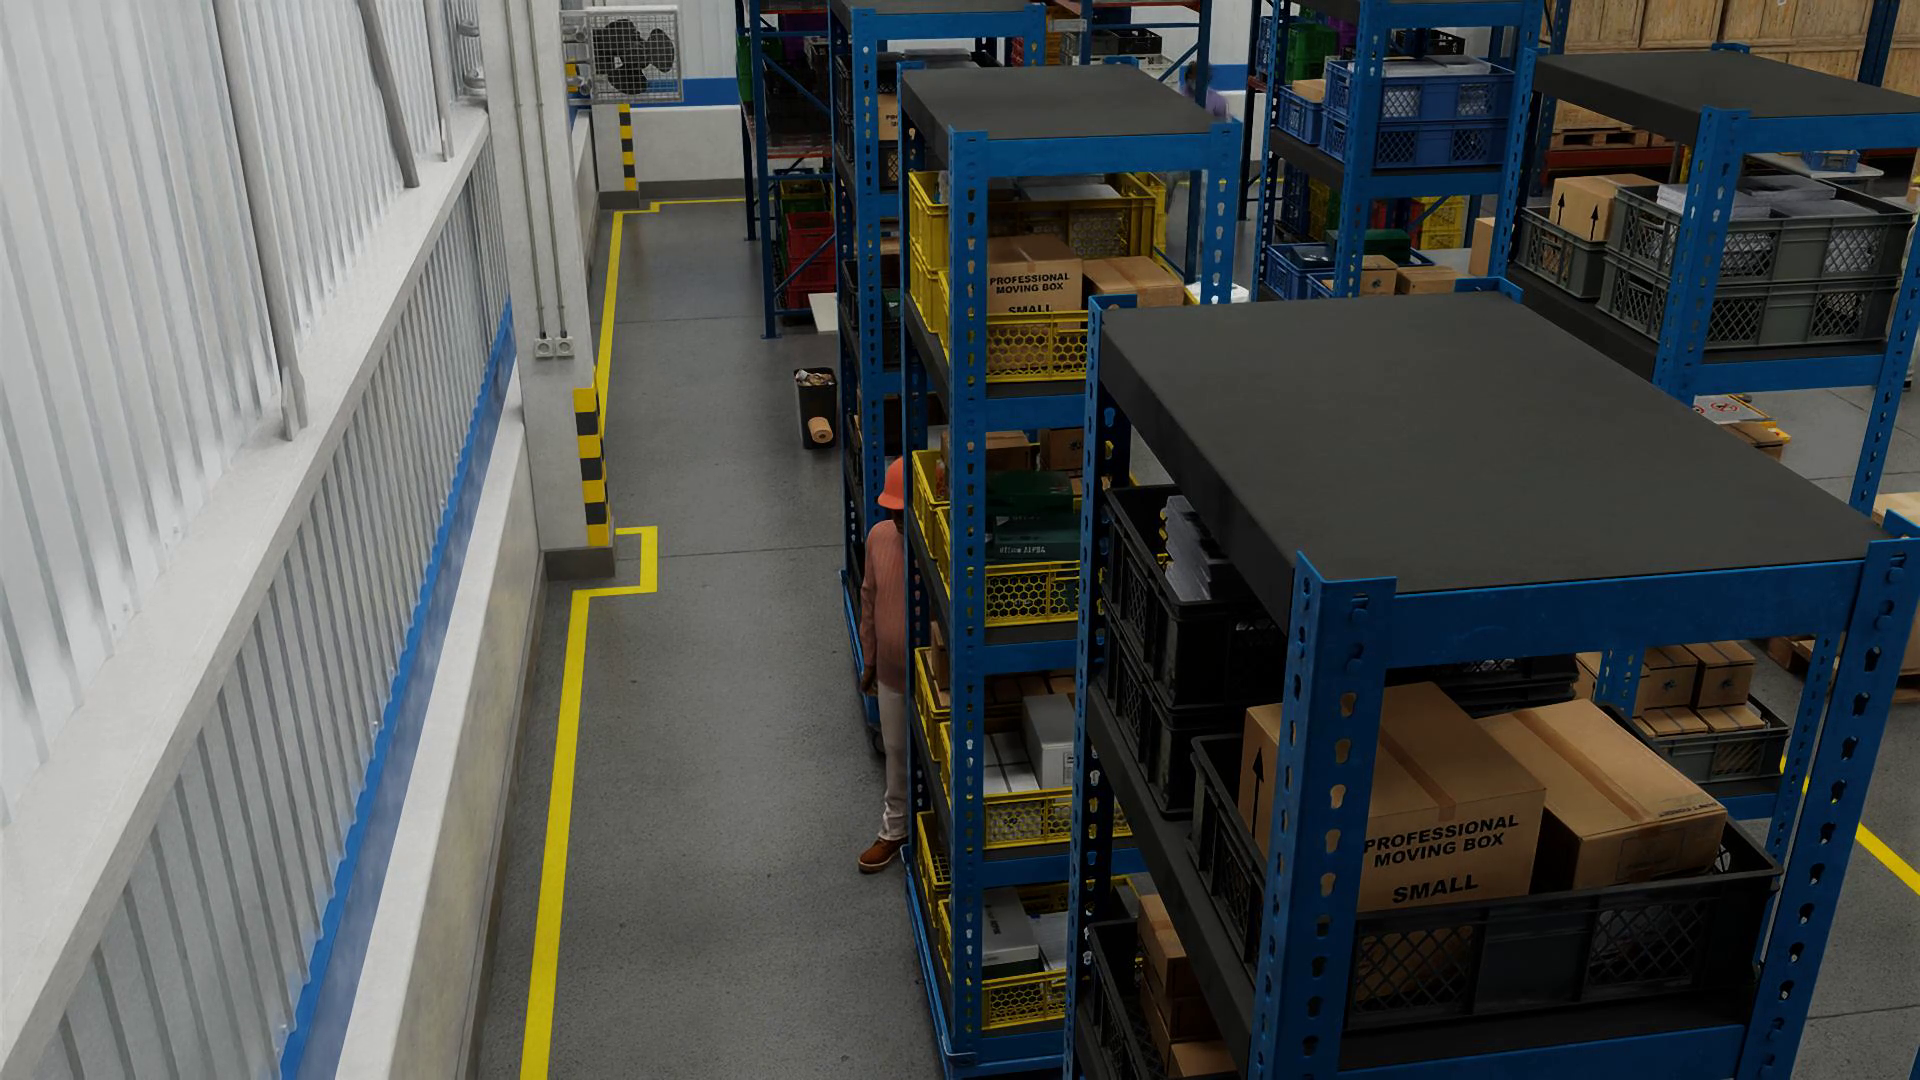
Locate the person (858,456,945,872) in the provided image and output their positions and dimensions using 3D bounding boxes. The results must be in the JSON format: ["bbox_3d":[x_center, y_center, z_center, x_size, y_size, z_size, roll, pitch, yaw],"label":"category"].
[{"bbox_3d":[-0.173,0.565,6.989,0.611,1.996,0.379,16,29,31],"label":"person"}]

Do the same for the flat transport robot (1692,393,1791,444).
[{"bbox_3d":[5.224,-0.859,12.132,1.431,0.197,0.652,-4,25,-8],"label":"flat transport robot"}]

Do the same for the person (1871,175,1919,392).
[{"bbox_3d":[7.418,-2.057,12.892,0.403,1.823,0.588,10,27,21],"label":"person"}]

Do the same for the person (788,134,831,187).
[{"bbox_3d":[-1.725,-4.504,18.180,0.578,1.855,0.839,22,32,39],"label":"person"}]

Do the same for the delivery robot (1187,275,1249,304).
[{"bbox_3d":[2.104,-2.038,14.246,0.707,0.478,0.477,-9,27,-19],"label":"delivery robot"}]

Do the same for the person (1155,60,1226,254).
[{"bbox_3d":[2.288,-3.885,16.782,0.836,1.905,0.561,9,26,19],"label":"person"}]
